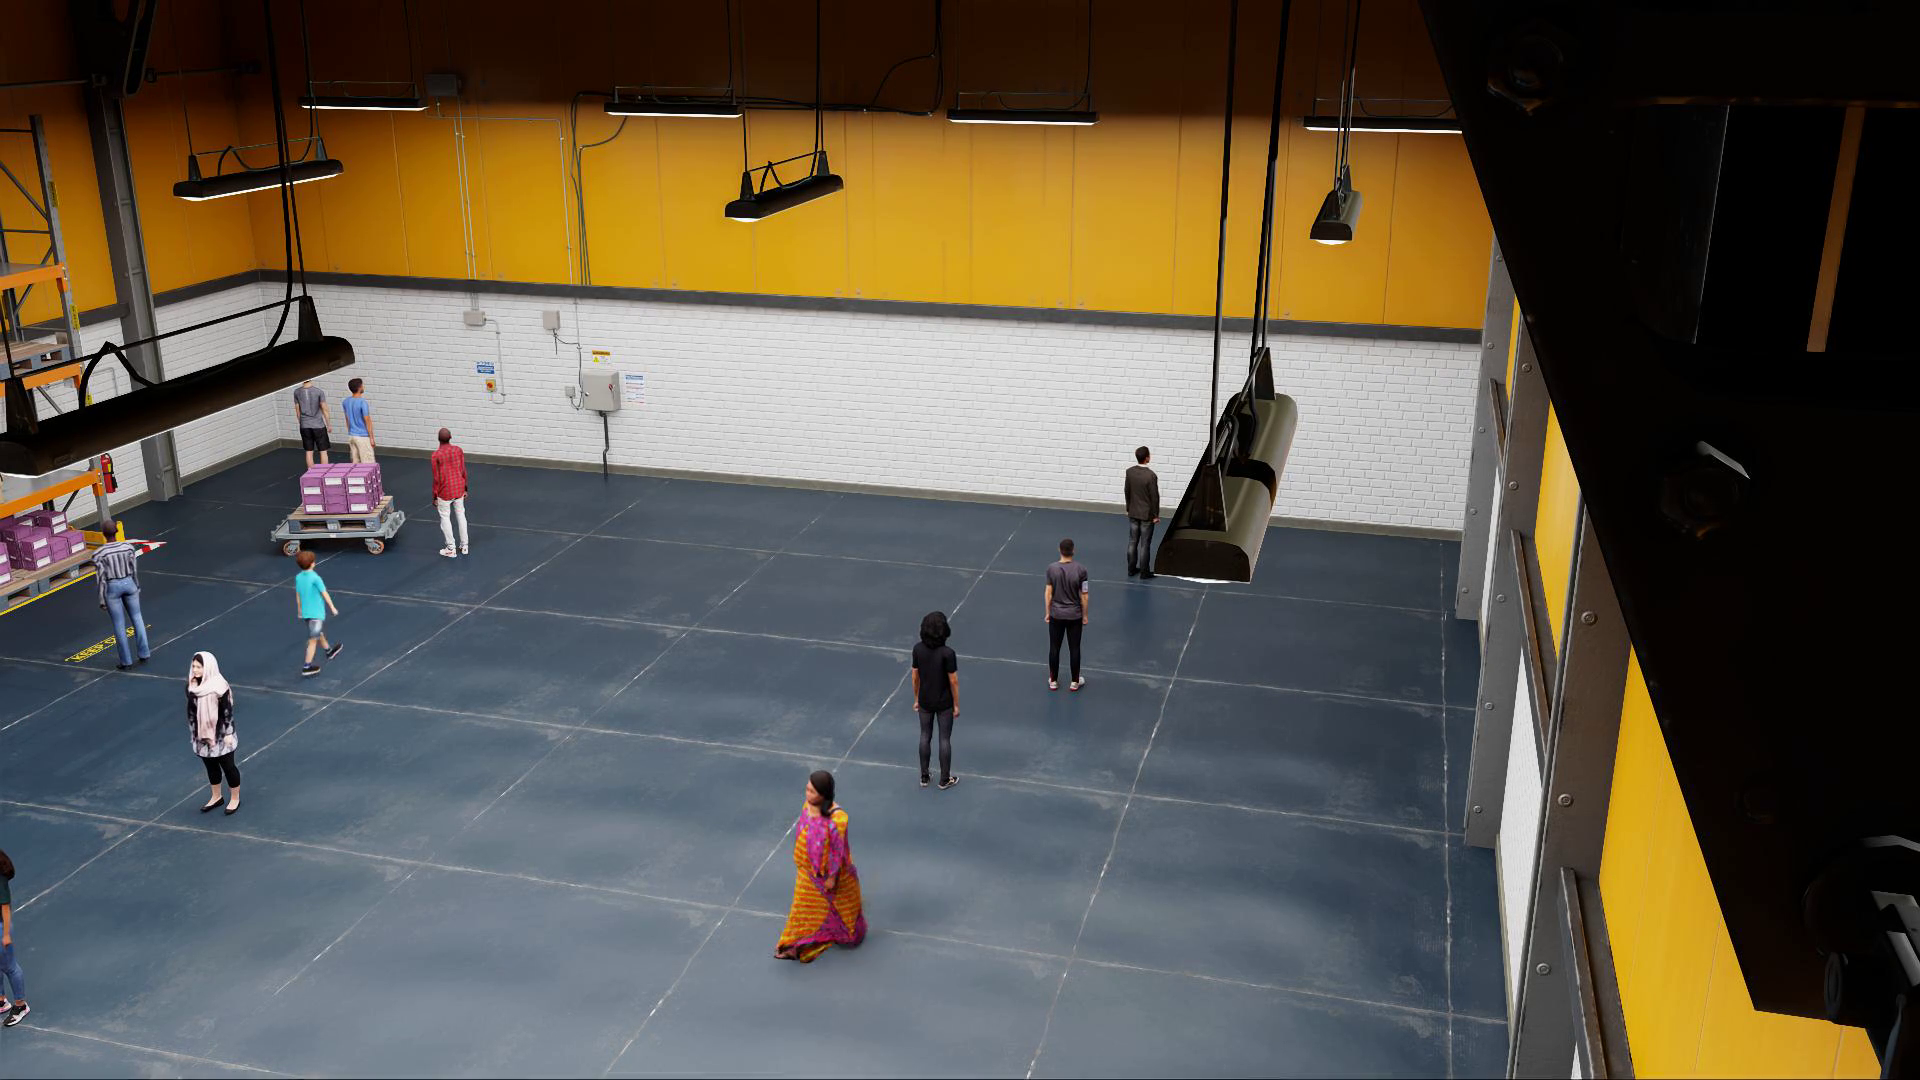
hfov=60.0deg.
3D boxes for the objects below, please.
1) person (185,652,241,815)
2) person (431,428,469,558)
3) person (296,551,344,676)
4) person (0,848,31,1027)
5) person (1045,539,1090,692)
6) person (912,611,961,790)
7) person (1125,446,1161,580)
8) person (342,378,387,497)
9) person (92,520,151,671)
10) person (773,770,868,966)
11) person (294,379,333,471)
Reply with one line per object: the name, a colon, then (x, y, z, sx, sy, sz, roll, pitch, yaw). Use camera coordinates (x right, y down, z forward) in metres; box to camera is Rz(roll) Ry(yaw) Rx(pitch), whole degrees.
person: (-7.129, 1.823, 15.883, 0.623, 1.637, 0.613, 4, 19, 13)
person: (-7.064, -0.679, 23.028, 0.701, 1.820, 0.820, -17, 25, -41)
person: (-7.475, 0.859, 19.099, 0.663, 1.411, 1.004, 9, 21, 25)
person: (-7.381, 2.920, 12.658, 0.597, 1.617, 0.591, 6, 19, 17)
person: (1.181, 0.832, 18.628, 0.655, 1.764, 0.552, 3, 19, 10)
person: (-0.245, 1.561, 16.350, 0.664, 1.835, 0.562, 8, 20, 21)
person: (2.421, -0.379, 22.158, 0.748, 1.805, 0.710, 15, 24, 38)
person: (-9.242, -1.575, 25.622, 0.689, 1.862, 0.611, 9, 20, 24)
person: (-9.676, 0.625, 19.191, 0.753, 1.796, 0.609, 15, 24, 37)
person: (-1.043, 2.603, 13.519, 1.025, 1.668, 1.240, 18, 25, 42)
person: (-10.235, -1.803, 26.285, 0.712, 1.871, 0.635, 0, 19, 0)
